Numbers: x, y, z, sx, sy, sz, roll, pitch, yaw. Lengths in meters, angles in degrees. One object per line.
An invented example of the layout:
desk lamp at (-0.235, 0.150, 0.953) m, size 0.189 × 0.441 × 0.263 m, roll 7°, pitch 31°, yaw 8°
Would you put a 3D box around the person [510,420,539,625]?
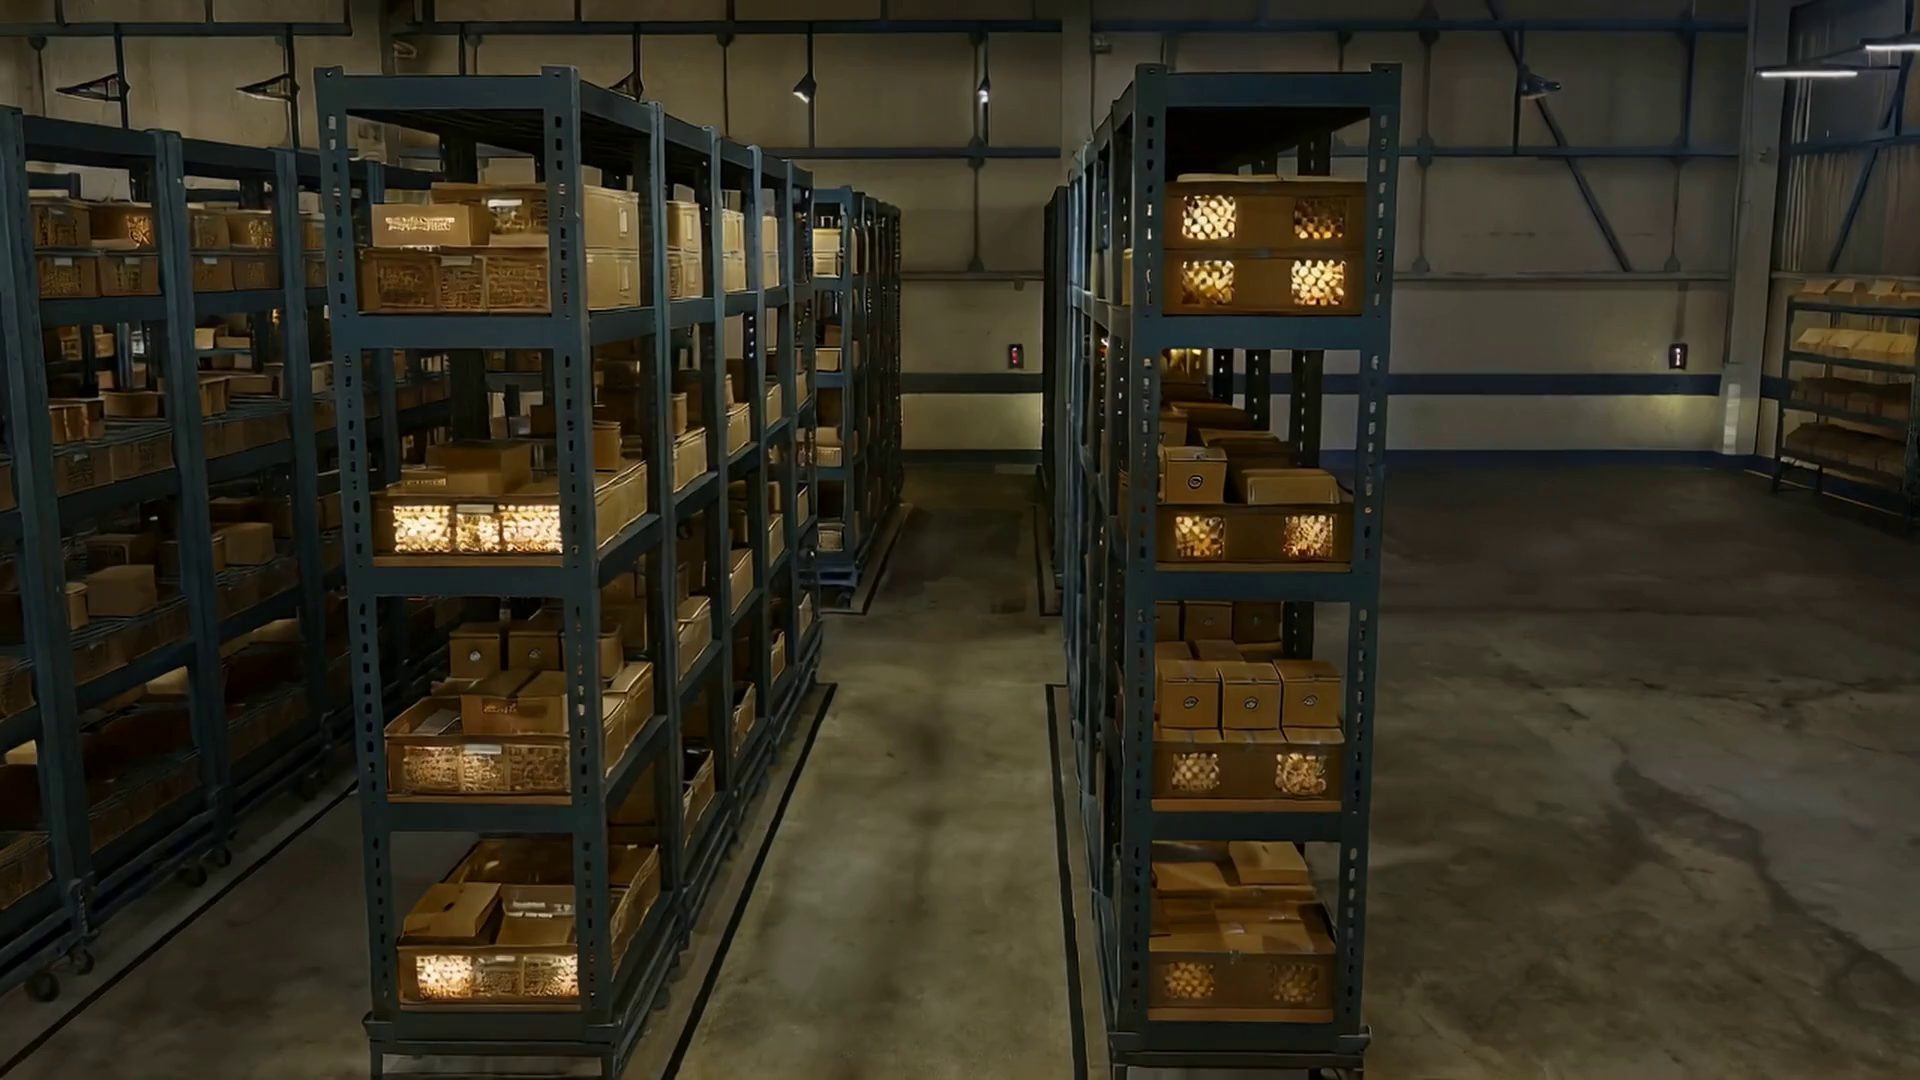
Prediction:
person at (-3.206, 0.027, 12.315) m, size 0.390 × 1.838 × 0.564 m, roll 0°, pitch 10°, yaw 0°
